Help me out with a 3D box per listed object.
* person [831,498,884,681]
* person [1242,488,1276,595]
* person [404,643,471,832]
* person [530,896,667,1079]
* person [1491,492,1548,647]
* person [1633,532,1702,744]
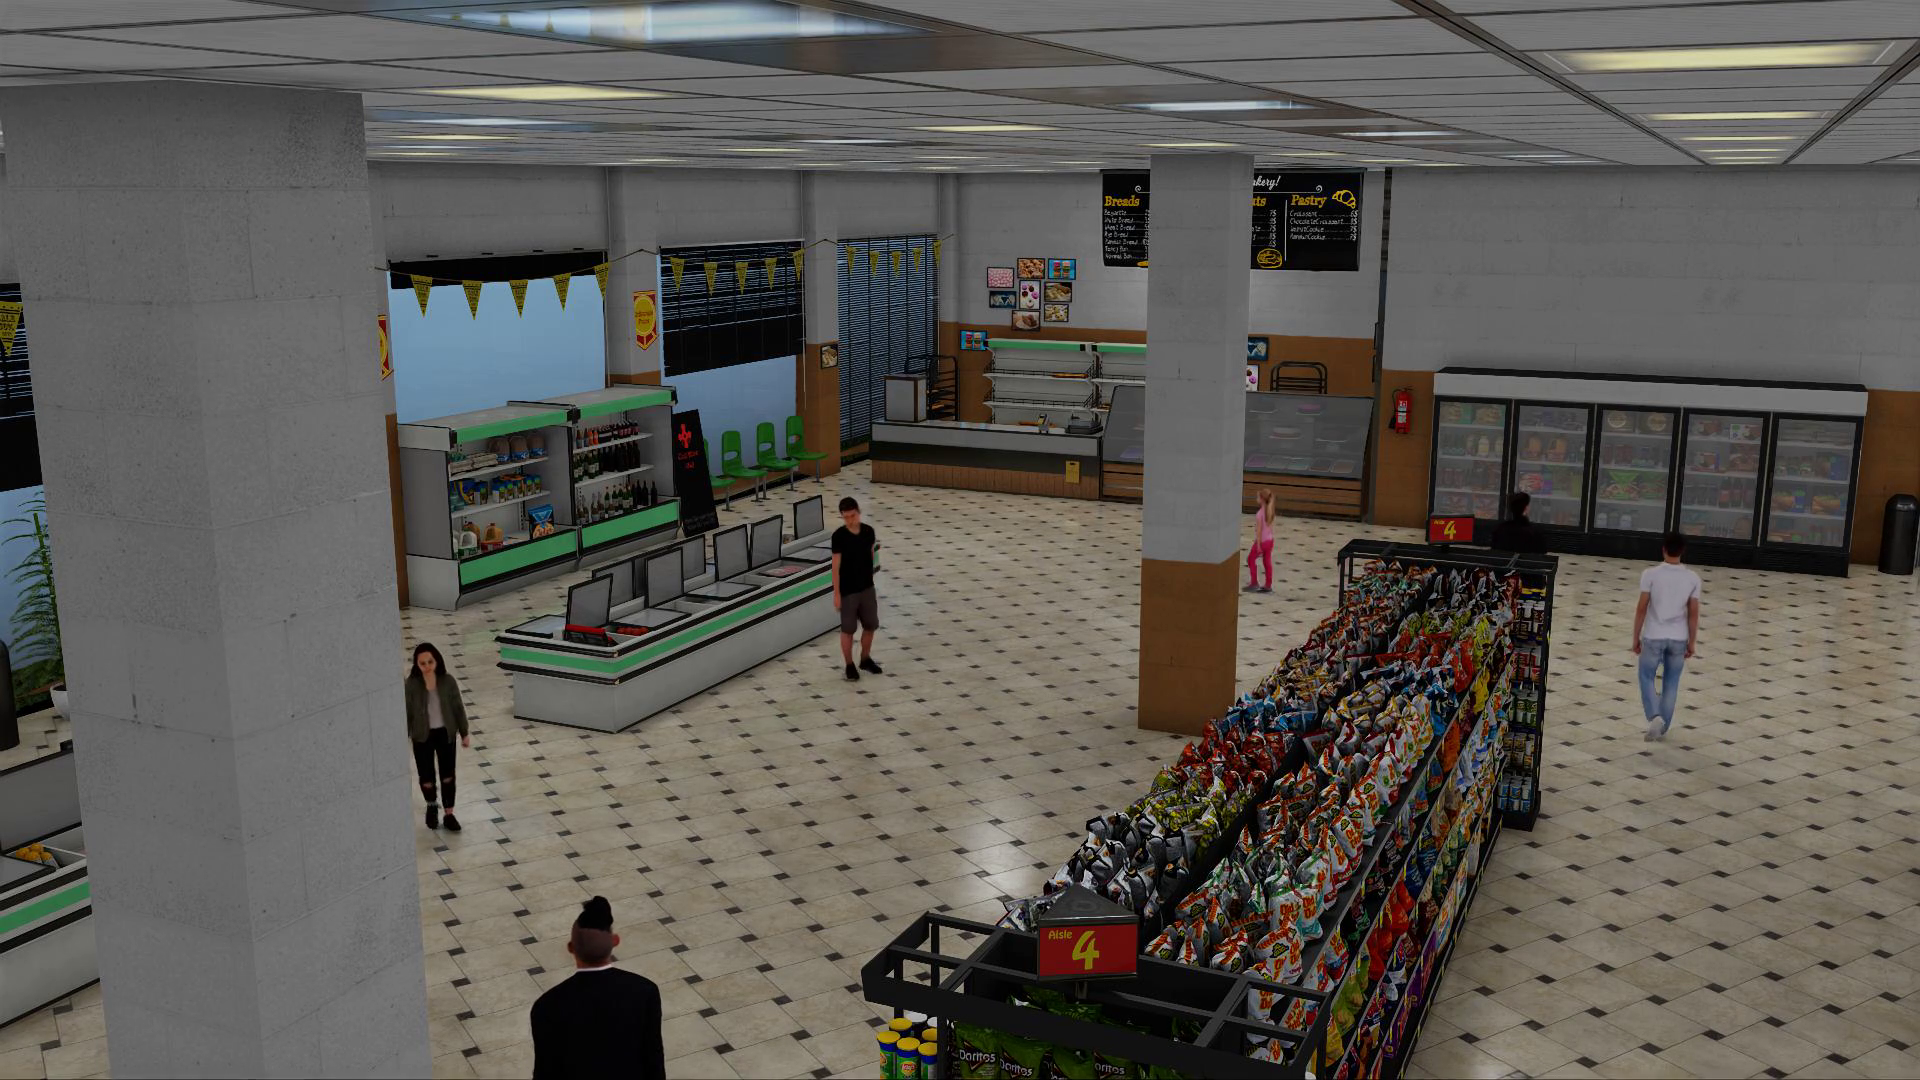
[{"bbox_3d":[-1.027,0.465,16.122,0.902,1.818,0.798,11,16,43],"label":"person"},{"bbox_3d":[3.632,0.018,19.598,0.633,1.262,0.586,11,16,43],"label":"person"},{"bbox_3d":[-3.913,1.452,12.292,0.725,1.466,0.814,-7,14,-31],"label":"person"},{"bbox_3d":[-1.457,2.364,6.779,0.761,1.953,0.856,-6,13,-26],"label":"person"},{"bbox_3d":[5.350,0.471,16.106,1.191,1.814,1.000,-10,15,-39],"label":"person"},{"bbox_3d":[6.011,0.874,14.142,0.796,1.834,1.066,3,12,13],"label":"person"}]
